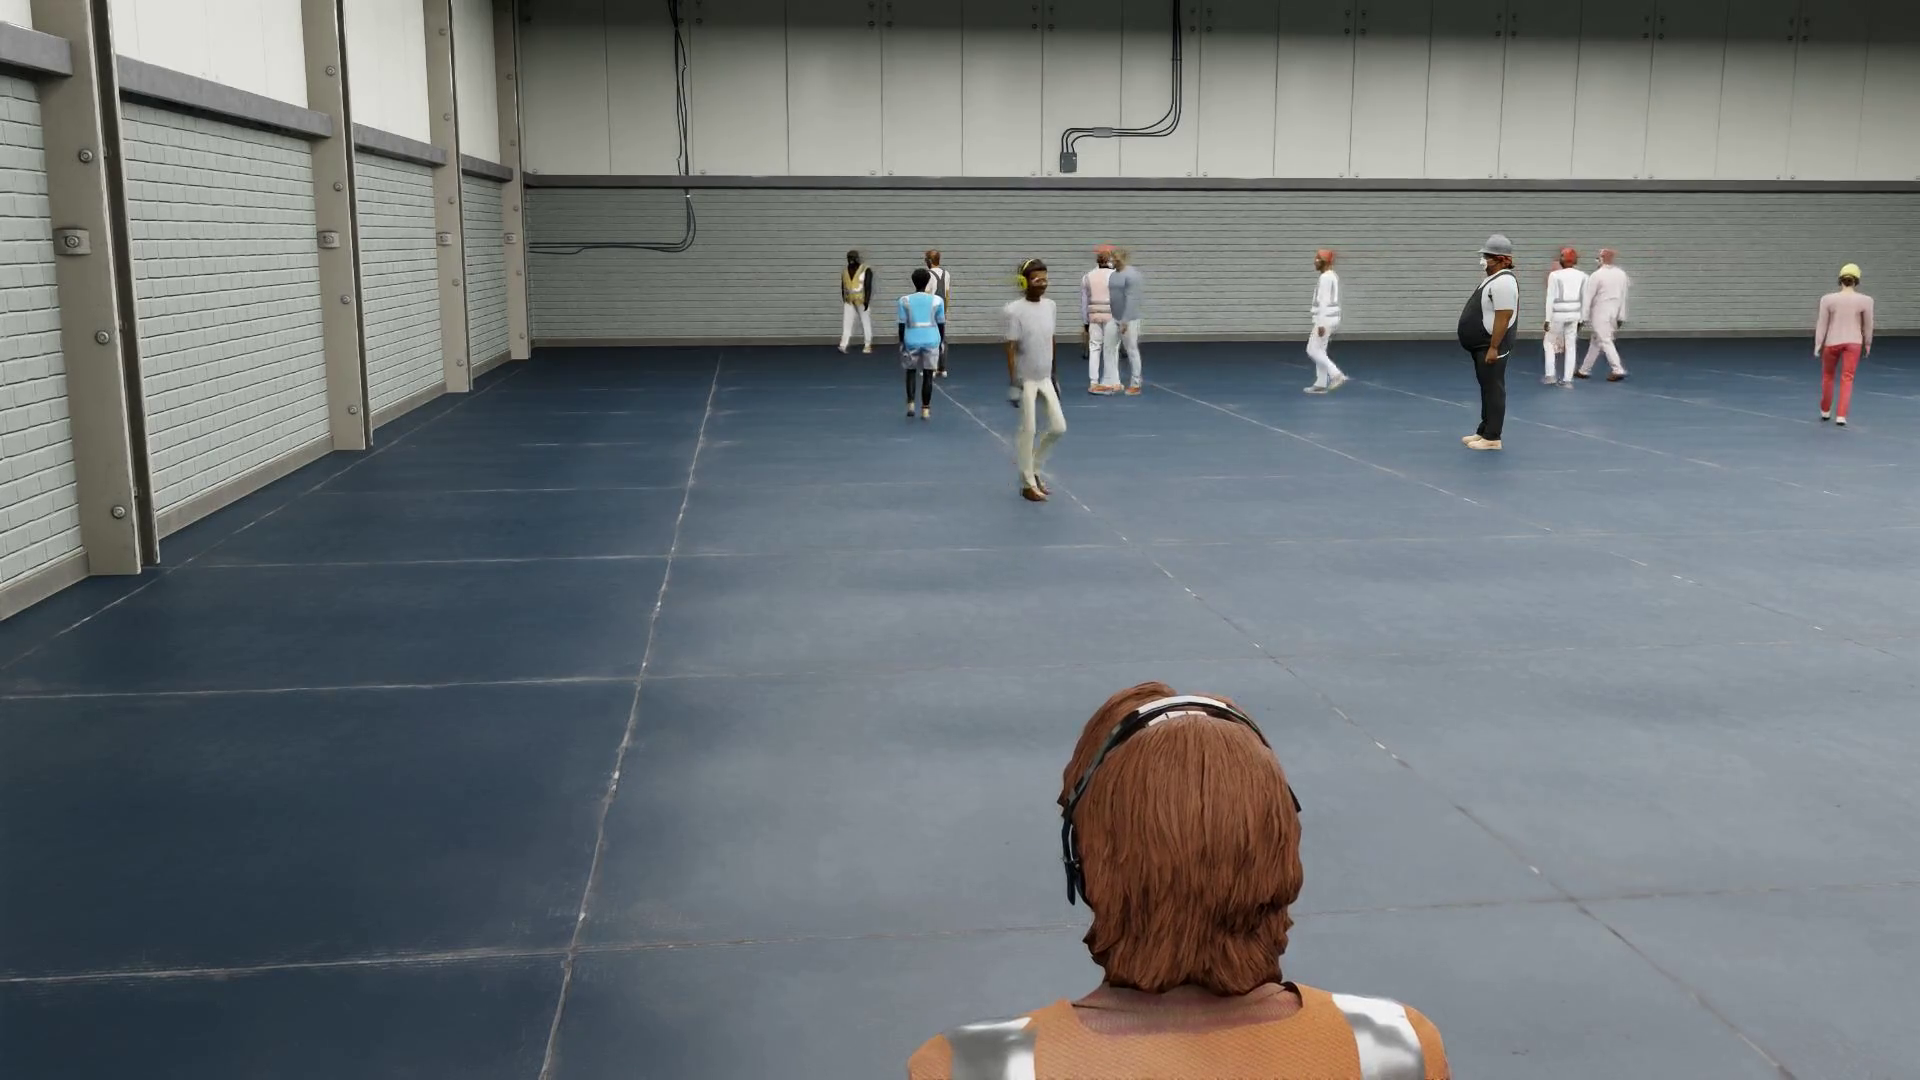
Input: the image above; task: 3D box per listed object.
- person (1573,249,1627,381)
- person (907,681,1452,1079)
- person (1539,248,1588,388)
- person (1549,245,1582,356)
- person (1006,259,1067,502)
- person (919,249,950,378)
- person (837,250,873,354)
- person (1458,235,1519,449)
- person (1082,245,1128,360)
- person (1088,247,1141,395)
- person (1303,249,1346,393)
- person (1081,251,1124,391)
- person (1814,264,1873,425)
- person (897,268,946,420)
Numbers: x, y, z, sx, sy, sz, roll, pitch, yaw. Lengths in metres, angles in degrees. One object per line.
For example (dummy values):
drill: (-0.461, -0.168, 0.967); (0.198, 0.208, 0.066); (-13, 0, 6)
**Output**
person: (9.080, -3.172, 23.484); (0.662, 1.862, 1.005); (-6, 12, -30)
person: (0.190, 0.939, 1.528); (0.520, 1.640, 0.307); (-2, 11, -10)
person: (8.107, -2.984, 22.397); (0.623, 1.862, 0.659); (-2, 10, -8)
person: (10.342, -4.059, 28.267); (0.569, 1.888, 0.652); (-4, 11, -21)
person: (0.586, -1.209, 12.705); (0.571, 1.855, 0.386); (-8, 13, -38)
person: (-0.375, -3.264, 24.002); (0.508, 1.847, 0.345); (-9, 14, -42)
person: (-1.801, -4.108, 28.822); (0.627, 1.791, 0.952); (4, 11, 21)
person: (5.048, -1.892, 15.944); (0.538, 2.000, 0.683); (2, 11, 10)
person: (2.389, -3.904, 27.396); (0.972, 1.895, 0.556); (-9, 14, -40)
person: (1.981, -2.777, 21.213); (0.824, 1.885, 0.627); (-6, 12, -31)
person: (4.696, -2.804, 21.409); (0.454, 1.868, 0.593); (4, 11, 20)
person: (1.919, -2.888, 21.968); (0.619, 1.839, 0.430); (5, 11, 26)
person: (9.628, -2.128, 18.126); (0.552, 1.718, 0.899); (5, 12, 27)
person: (-0.425, -2.177, 18.495); (0.539, 1.677, 0.502); (0, 10, 0)
